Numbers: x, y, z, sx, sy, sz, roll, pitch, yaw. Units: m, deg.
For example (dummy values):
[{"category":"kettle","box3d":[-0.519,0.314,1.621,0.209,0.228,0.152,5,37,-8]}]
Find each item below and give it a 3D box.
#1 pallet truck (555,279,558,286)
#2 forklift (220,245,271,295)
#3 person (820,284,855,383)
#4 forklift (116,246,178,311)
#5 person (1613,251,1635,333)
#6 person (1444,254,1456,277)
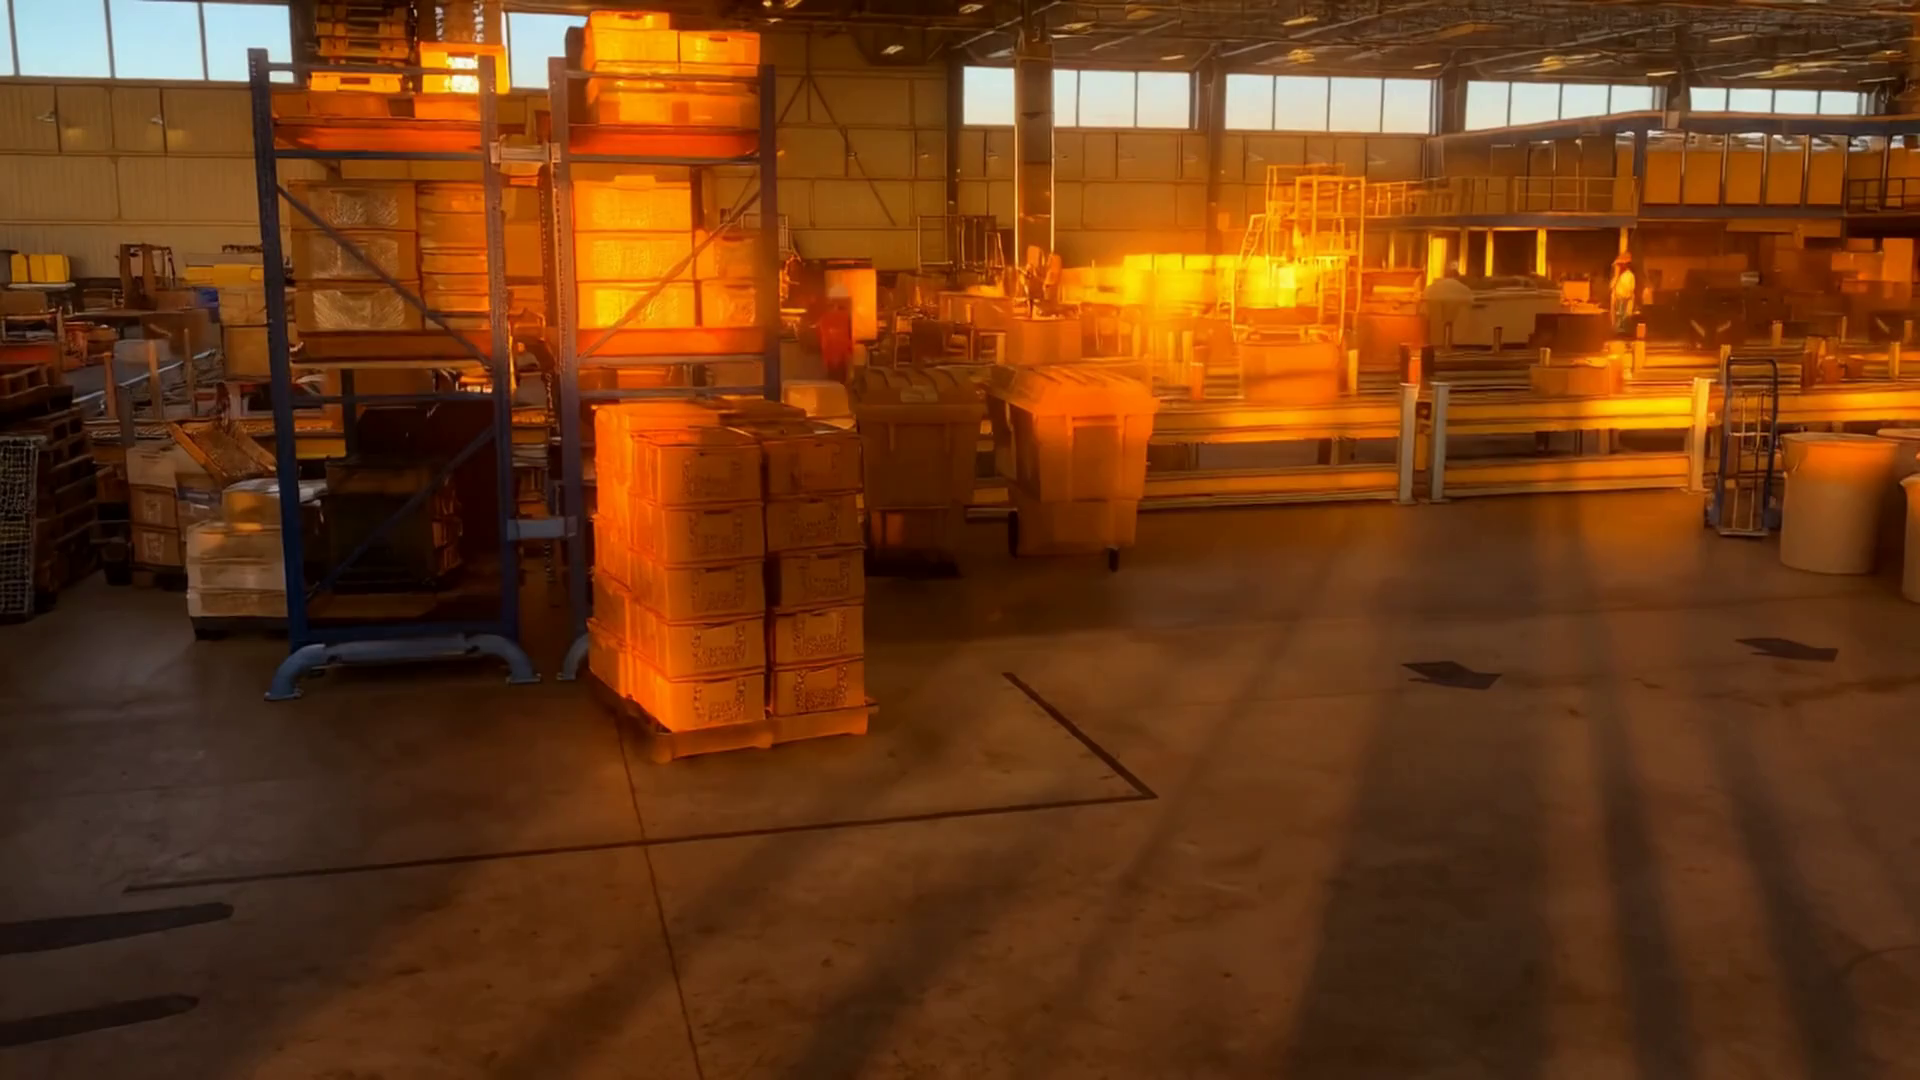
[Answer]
[{"category":"pallet truck","box3d":[-10.604,-6.375,44.520,0.653,1.274,1.630,-3,10,-15]},{"category":"forklift","box3d":[-17.749,-6.334,41.440,1.157,1.987,2.680,-3,10,-17]},{"category":"person","box3d":[-1.396,-1.990,18.549,0.931,1.720,0.522,9,14,42]},{"category":"forklift","box3d":[-19.966,-6.232,40.894,1.157,1.987,2.680,-3,10,-15]},{"category":"person","box3d":[11.514,-3.995,28.955,0.395,2.038,0.615,4,11,23]},{"category":"person","box3d":[15.836,-8.312,53.888,0.383,1.873,0.640,6,12,30]}]
